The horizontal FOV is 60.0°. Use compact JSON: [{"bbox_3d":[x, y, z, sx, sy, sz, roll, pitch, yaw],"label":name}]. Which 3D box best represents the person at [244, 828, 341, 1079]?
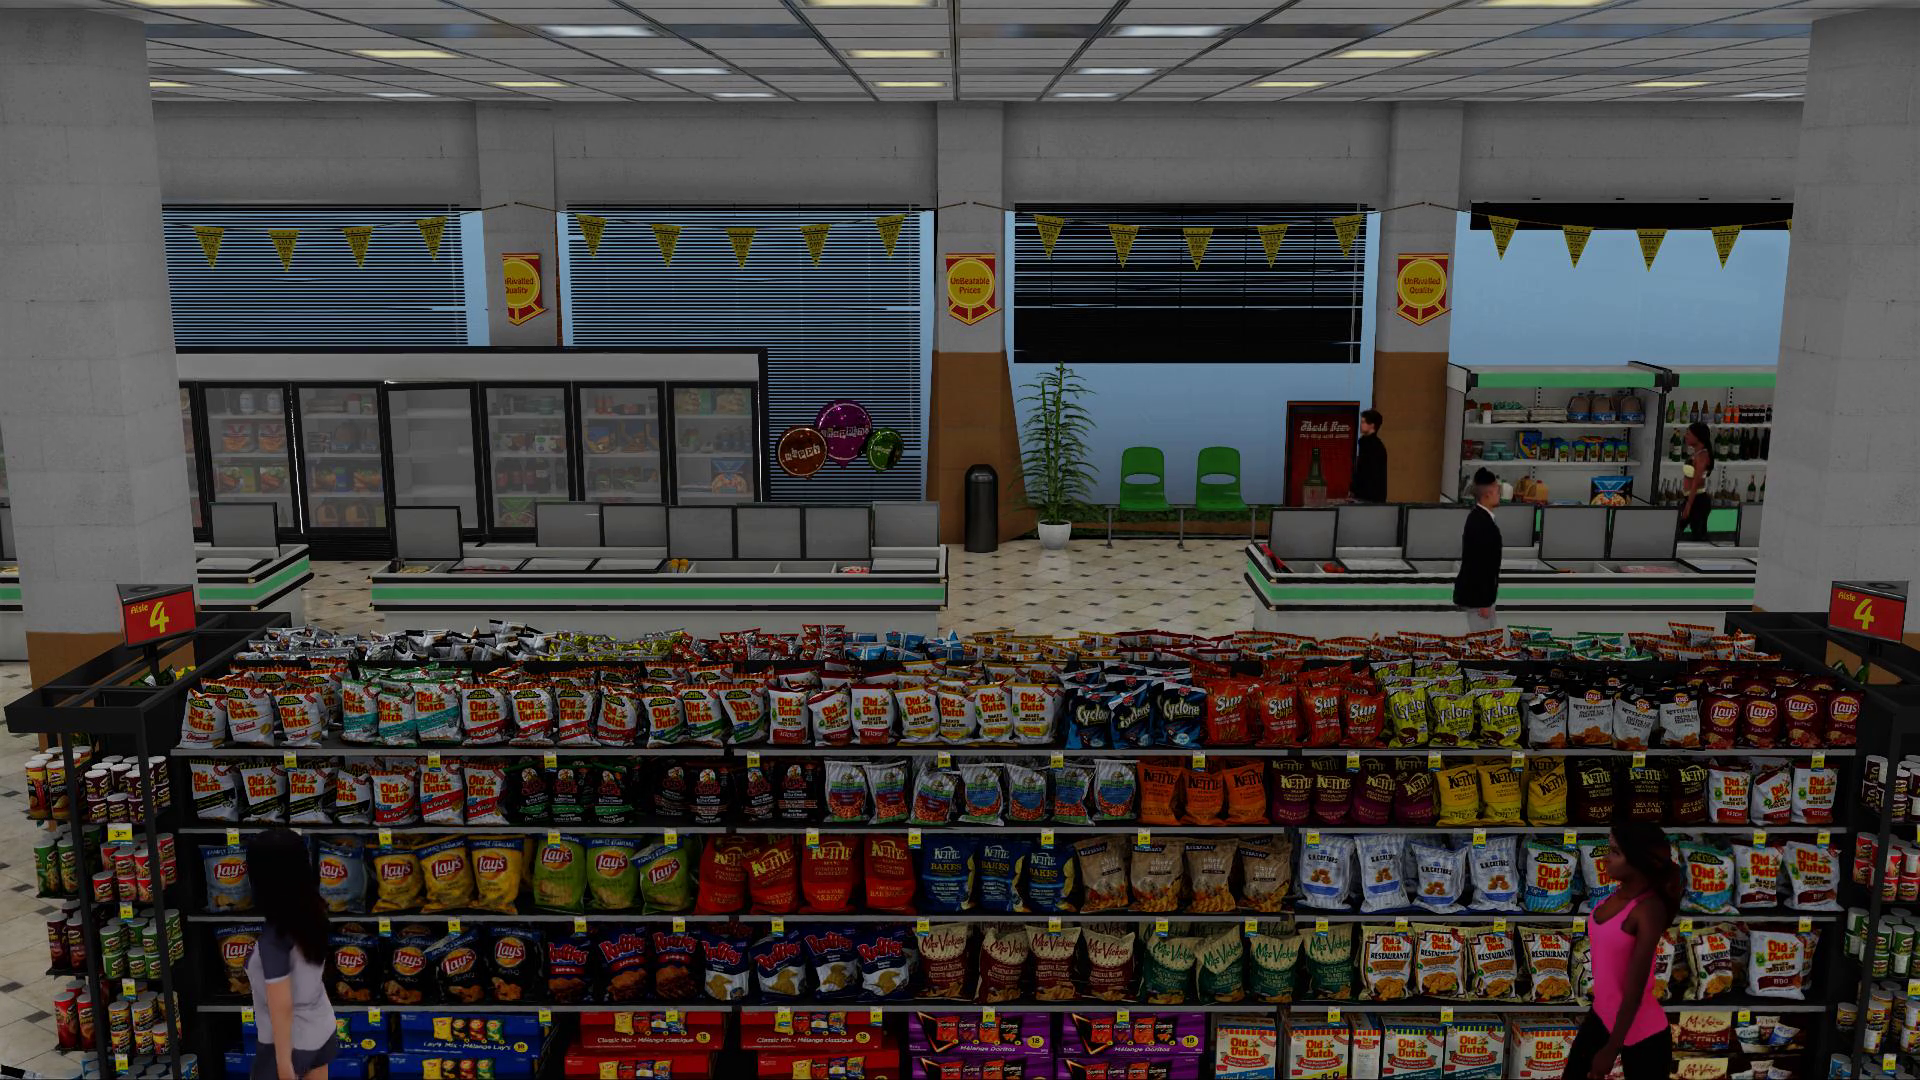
[{"bbox_3d":[-2.485,1.912,6.397,0.903,1.691,0.600,0,12,0],"label":"person"}]

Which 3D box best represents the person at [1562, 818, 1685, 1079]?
[{"bbox_3d":[2.657,1.916,6.393,1.116,1.684,0.591,-1,12,-4],"label":"person"}]

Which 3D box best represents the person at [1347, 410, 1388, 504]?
[{"bbox_3d":[4.333,-0.419,17.167,1.006,1.814,0.839,3,12,13],"label":"person"}]
